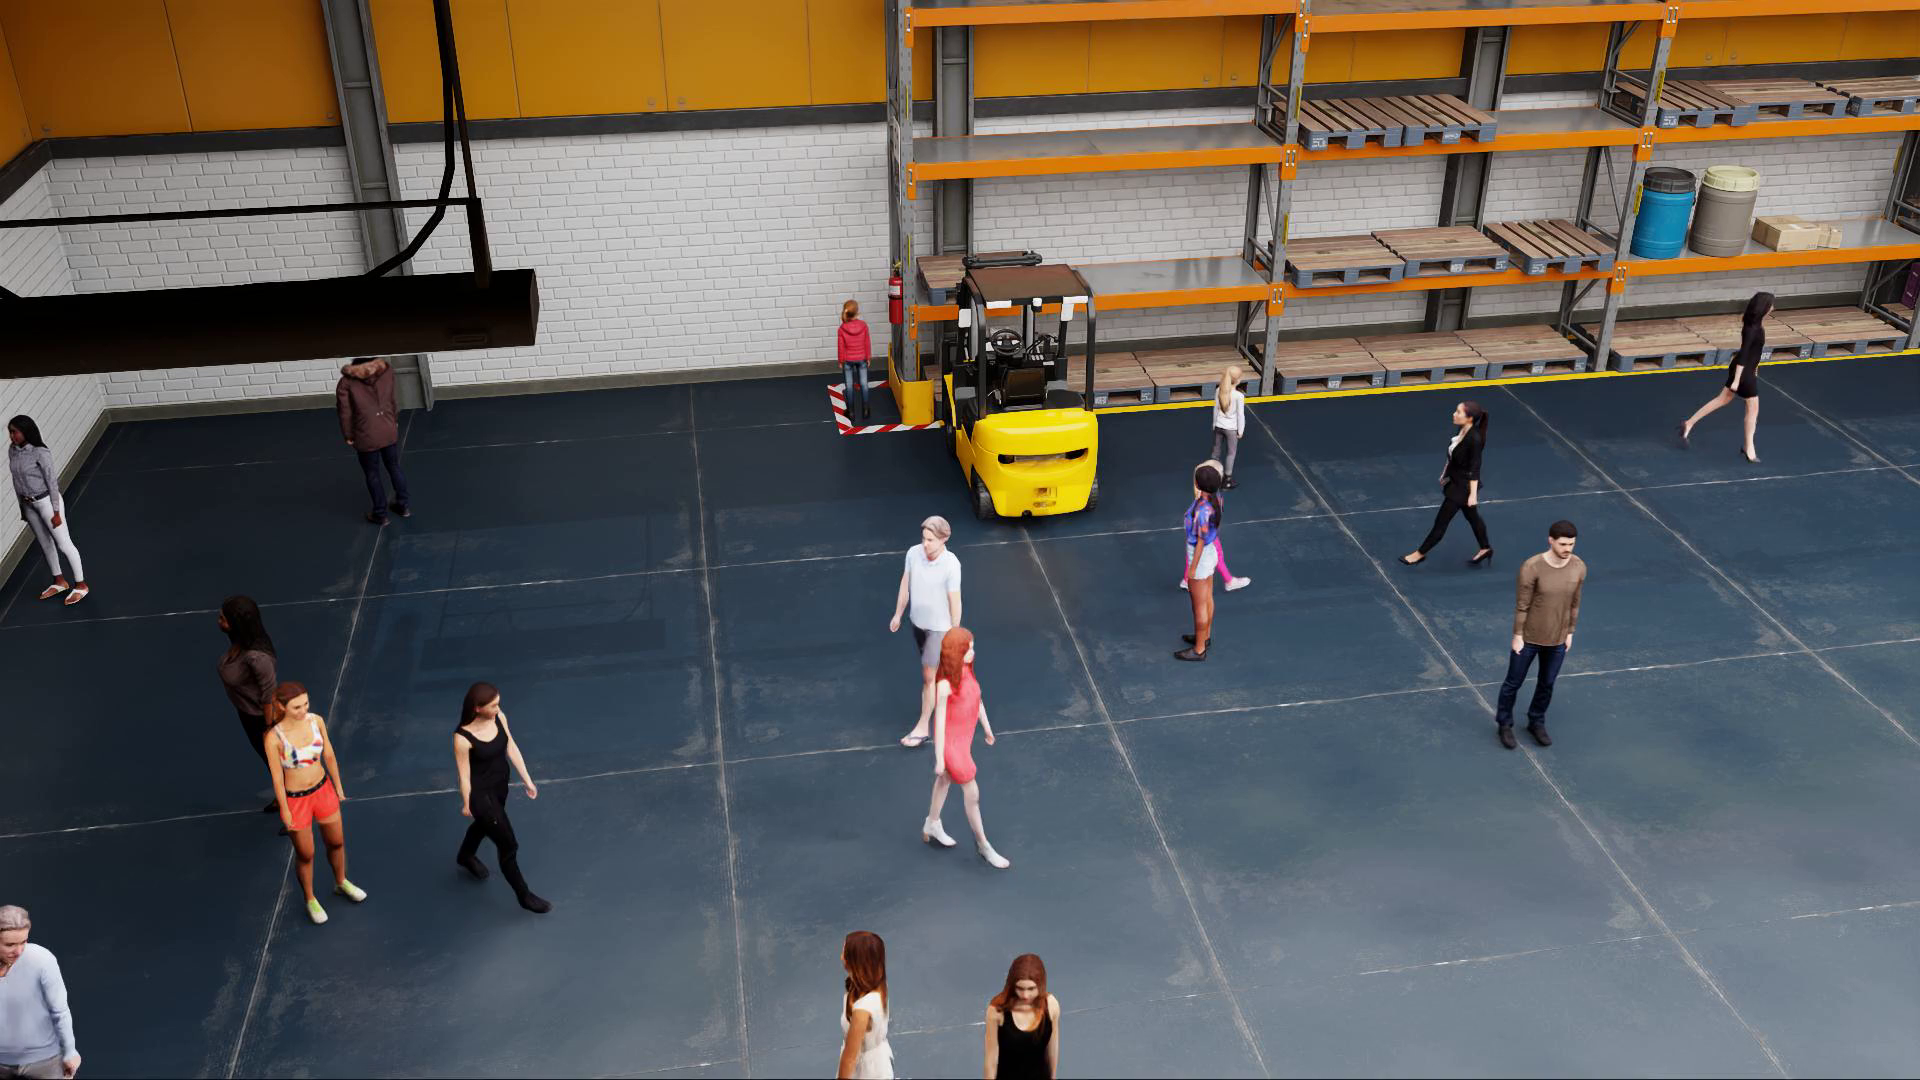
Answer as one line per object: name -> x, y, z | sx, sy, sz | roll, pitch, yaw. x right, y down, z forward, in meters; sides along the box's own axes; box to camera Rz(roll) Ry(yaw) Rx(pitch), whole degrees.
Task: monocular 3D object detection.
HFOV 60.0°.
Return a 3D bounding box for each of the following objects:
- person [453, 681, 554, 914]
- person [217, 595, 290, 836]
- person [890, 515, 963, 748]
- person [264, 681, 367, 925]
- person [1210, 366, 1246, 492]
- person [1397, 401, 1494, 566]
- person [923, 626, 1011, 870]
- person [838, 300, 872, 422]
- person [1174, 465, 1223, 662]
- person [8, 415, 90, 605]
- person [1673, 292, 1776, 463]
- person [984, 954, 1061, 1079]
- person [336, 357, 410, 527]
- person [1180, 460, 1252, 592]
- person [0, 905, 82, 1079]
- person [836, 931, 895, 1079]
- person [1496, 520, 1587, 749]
person -> -3.124, 1.626, 10.836 | 1.155, 1.646, 0.944 | 12, 31, 21
person -> -4.790, 1.181, 11.448 | 0.748, 1.842, 0.739 | -20, 34, -31
person -> -0.143, 0.591, 12.573 | 1.105, 1.800, 1.250 | 24, 37, 37
person -> -4.182, 1.646, 10.660 | 0.636, 1.779, 0.722 | -25, 37, -38
person -> 2.593, -1.097, 16.214 | 0.586, 1.277, 0.638 | 23, 36, 35
person -> 4.517, -0.443, 14.672 | 1.152, 1.606, 0.791 | 2, 29, 3
person -> -0.118, 1.355, 11.171 | 1.038, 1.802, 0.911 | 10, 30, 18
person -> -1.116, -1.910, 17.665 | 0.421, 1.314, 0.560 | -5, 29, -10
person -> 1.955, 0.172, 13.401 | 0.678, 1.743, 0.665 | 10, 30, 18
person -> -7.855, -0.280, 14.248 | 0.623, 1.725, 0.733 | 10, 30, 18
person -> 7.755, -1.652, 16.723 | 1.175, 1.765, 0.991 | 11, 31, 20
person -> 0.289, 2.768, 8.697 | 1.075, 1.690, 0.687 | -2, 29, -3
person -> -5.458, -1.029, 15.498 | 0.923, 1.843, 0.837 | 23, 36, 36
person -> 2.088, -0.113, 14.438 | 0.858, 1.251, 0.599 | 0, 29, 0
person -> -4.915, 2.669, 8.701 | 0.456, 1.861, 0.927 | 1, 29, 1
person -> -0.394, 2.753, 8.640 | 0.701, 1.771, 0.660 | -1, 29, -1
person -> 4.308, 0.678, 12.324 | 0.527, 1.887, 0.722 | -2, 29, -4
